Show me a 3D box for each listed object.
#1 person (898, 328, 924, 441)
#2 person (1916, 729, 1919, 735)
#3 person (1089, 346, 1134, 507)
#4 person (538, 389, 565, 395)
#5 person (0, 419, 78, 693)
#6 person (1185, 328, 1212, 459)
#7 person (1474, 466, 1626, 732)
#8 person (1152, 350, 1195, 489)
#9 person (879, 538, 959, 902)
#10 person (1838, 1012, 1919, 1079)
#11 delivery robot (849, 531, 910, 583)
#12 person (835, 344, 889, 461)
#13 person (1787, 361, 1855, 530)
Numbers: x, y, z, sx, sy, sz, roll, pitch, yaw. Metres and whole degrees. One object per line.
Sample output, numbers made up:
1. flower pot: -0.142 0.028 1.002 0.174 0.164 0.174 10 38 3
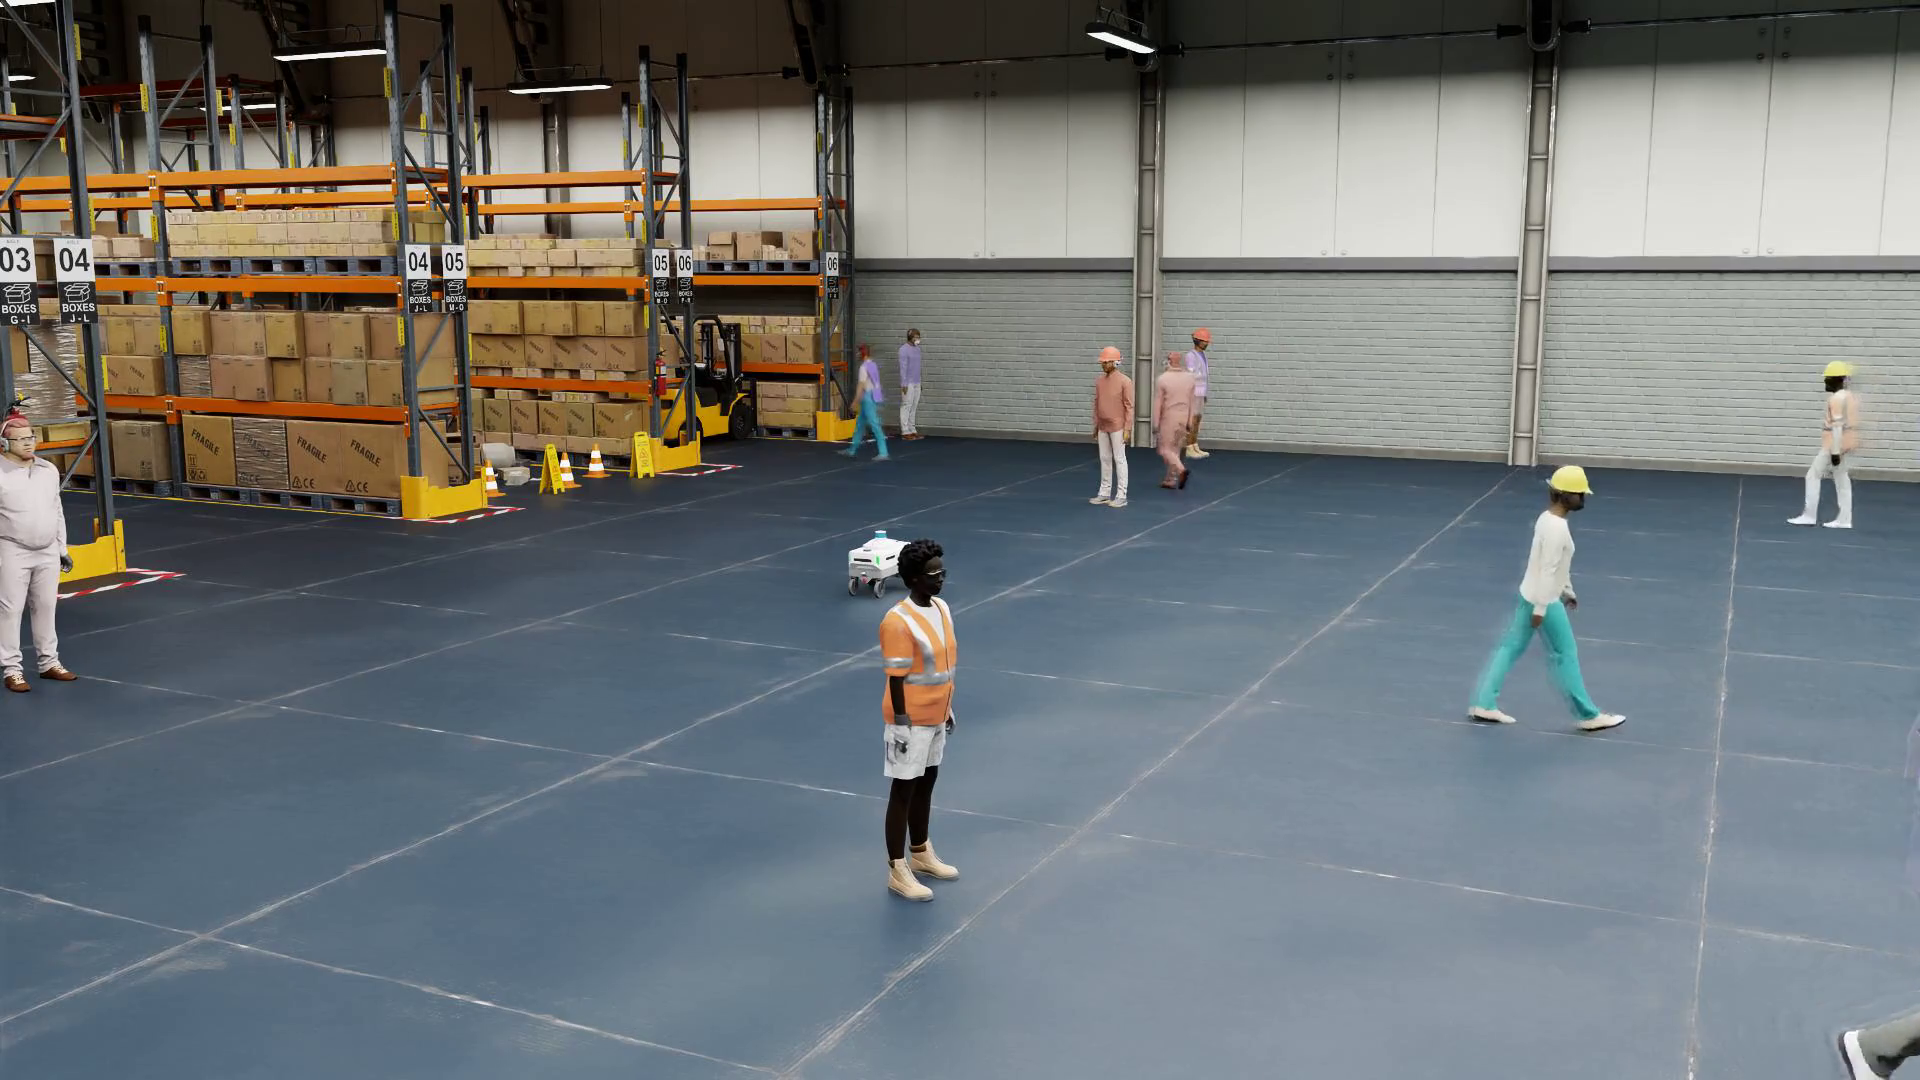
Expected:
1. person: -0.835 -2.691 28.732 0.372 1.938 0.627 4 10 25
2. person: 6.242 0.475 10.274 0.586 1.610 0.531 -1 9 -7
3. person: 1.876 -1.406 20.673 0.396 1.992 0.619 -8 12 -39
4. person: -6.611 -2.365 27.155 0.953 1.805 0.630 4 10 23
5. person: -6.565 0.098 11.722 0.407 1.910 0.638 4 10 25
6. person: 3.731 -2.292 25.973 0.386 2.039 0.605 4 10 25
7. person: 3.770 0.374 10.628 0.919 1.710 0.524 1 9 8
8. person: 2.852 -1.579 22.092 0.643 1.886 0.685 -6 11 -31
9. person: -0.186 0.832 7.865 0.319 1.697 0.532 4 10 25
10. person: 3.392 1.114 5.497 0.616 1.908 0.591 8 12 41
11. delivery robot: -0.725 0.159 15.192 0.477 0.478 0.707 4 10 25
12. person: -1.513 -2.099 25.527 0.934 1.801 0.594 1 9 6
13. person: 9.854 -1.081 18.956 0.798 1.893 0.605 8 12 42
